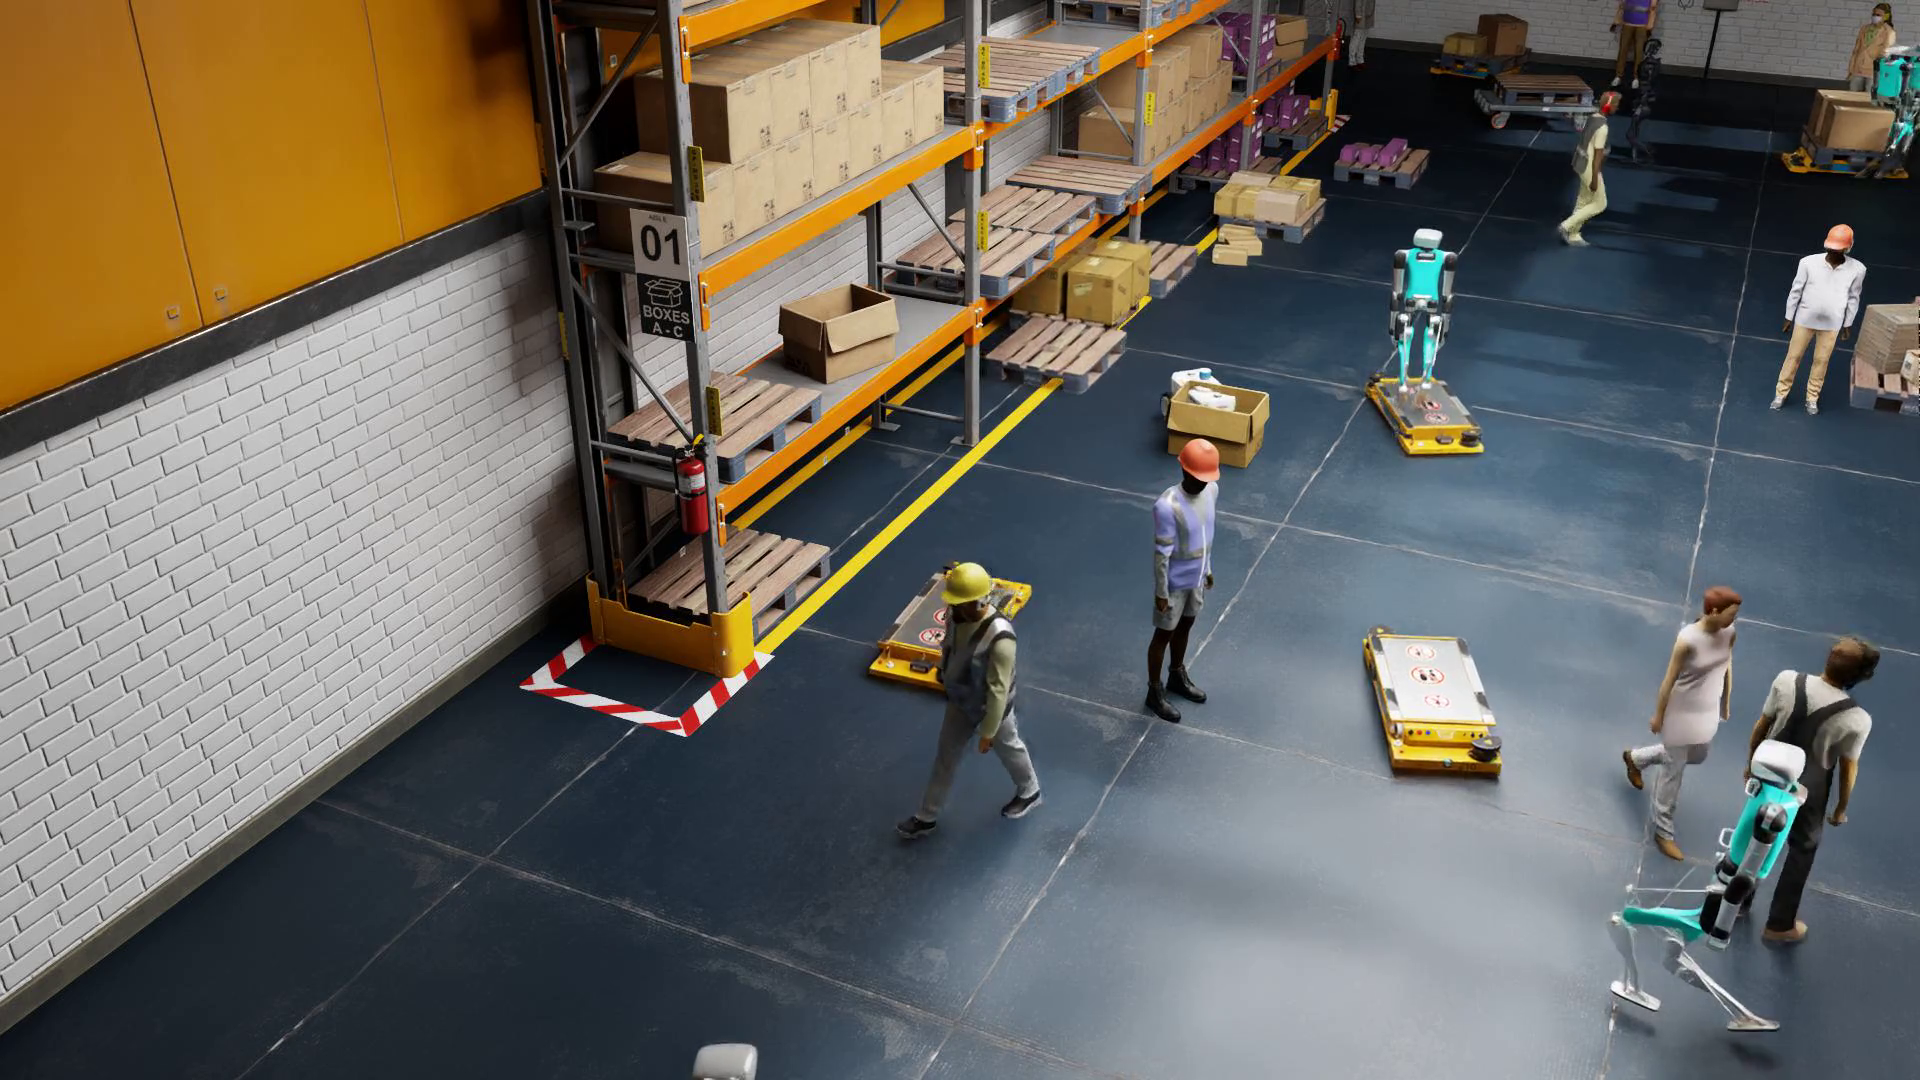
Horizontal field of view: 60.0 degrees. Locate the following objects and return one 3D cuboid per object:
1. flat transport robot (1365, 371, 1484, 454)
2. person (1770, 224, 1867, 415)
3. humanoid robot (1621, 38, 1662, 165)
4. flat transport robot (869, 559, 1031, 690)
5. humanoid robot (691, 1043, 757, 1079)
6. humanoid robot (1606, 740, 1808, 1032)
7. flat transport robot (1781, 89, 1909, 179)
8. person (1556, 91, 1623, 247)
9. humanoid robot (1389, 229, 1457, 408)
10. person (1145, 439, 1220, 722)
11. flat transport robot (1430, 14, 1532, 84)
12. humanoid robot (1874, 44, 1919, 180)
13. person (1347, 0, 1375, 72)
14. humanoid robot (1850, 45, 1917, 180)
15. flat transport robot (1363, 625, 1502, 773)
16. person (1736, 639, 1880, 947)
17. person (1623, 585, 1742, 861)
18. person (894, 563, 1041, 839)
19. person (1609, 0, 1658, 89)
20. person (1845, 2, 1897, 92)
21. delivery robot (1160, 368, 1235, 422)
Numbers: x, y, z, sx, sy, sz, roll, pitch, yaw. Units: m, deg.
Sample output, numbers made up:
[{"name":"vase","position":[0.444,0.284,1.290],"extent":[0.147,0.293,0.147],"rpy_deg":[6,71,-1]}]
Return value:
[{"name":"flat transport robot","position":[4.126,-1.139,14.840],"extent":[0.659,0.231,1.431],"rpy_deg":[-1,28,-3]},{"name":"person","position":[7.650,-1.964,14.807],"extent":[0.572,1.747,0.334],"rpy_deg":[11,30,20]},{"name":"humanoid robot","position":[9.031,-5.781,21.955],"extent":[0.398,1.647,0.601],"rpy_deg":[7,29,13]},{"name":"flat transport robot","position":[-0.044,0.587,11.639],"extent":[0.659,0.231,1.431],"rpy_deg":[11,30,19]},{"name":"humanoid robot","position":[-0.852,2.548,6.495],"extent":[0.540,1.833,0.655],"rpy_deg":[-4,29,-8]},{"name":"humanoid robot","position":[3.575,1.684,8.051],"extent":[1.012,1.728,0.544],"rpy_deg":[16,32,27]},{"name":"flat transport robot","position":[11.692,-4.987,21.974],"extent":[1.431,0.231,0.659],"rpy_deg":[7,29,13]},{"name":"person","position":[7.145,-4.171,18.820],"extent":[0.455,1.824,0.657],"rpy_deg":[4,29,7]},{"name":"humanoid robot","position":[3.964,-1.716,14.441],"extent":[0.553,1.862,0.692],"rpy_deg":[7,29,12]},{"name":"person","position":[1.440,0.232,10.551],"extent":[0.545,1.928,0.381],"rpy_deg":[-25,37,-38]},{"name":"flat transport robot","position":[8.370,-7.552,26.731],"extent":[1.431,0.231,0.659],"rpy_deg":[22,35,35]},{"name":"humanoid robot","position":[11.989,-5.399,21.202],"extent":[0.836,1.769,0.536],"rpy_deg":[-22,35,-34]},{"name":"person","position":[6.555,-8.555,26.945],"extent":[0.365,1.836,0.503],"rpy_deg":[24,37,38]},{"name":"humanoid robot","position":[12.077,-5.480,21.375],"extent":[0.939,1.767,0.560],"rpy_deg":[-12,31,-22]},{"name":"flat transport robot","position":[3.057,1.018,10.841],"extent":[0.659,0.231,1.431],"rpy_deg":[2,28,4]},{"name":"person","position":[4.374,1.294,8.702],"extent":[0.397,1.820,0.555],"rpy_deg":[-24,37,-37]},{"name":"person","position":[4.148,0.949,9.515],"extent":[0.470,1.635,0.681],"rpy_deg":[-11,30,-19]},{"name":"person","position":[0.094,0.910,9.459],"extent":[0.965,1.773,0.596],"rpy_deg":[-19,34,-32]},{"name":"person","position":[10.490,-8.028,25.875],"extent":[0.653,1.920,0.443],"rpy_deg":[25,37,38]},{"name":"person","position":[12.638,-6.514,23.132],"extent":[0.389,1.869,0.552],"rpy_deg":[-16,32,-28]},{"name":"delivery robot","position":[2.144,-1.242,14.699],"extent":[0.499,0.565,0.746],"rpy_deg":[-9,30,-17]}]
